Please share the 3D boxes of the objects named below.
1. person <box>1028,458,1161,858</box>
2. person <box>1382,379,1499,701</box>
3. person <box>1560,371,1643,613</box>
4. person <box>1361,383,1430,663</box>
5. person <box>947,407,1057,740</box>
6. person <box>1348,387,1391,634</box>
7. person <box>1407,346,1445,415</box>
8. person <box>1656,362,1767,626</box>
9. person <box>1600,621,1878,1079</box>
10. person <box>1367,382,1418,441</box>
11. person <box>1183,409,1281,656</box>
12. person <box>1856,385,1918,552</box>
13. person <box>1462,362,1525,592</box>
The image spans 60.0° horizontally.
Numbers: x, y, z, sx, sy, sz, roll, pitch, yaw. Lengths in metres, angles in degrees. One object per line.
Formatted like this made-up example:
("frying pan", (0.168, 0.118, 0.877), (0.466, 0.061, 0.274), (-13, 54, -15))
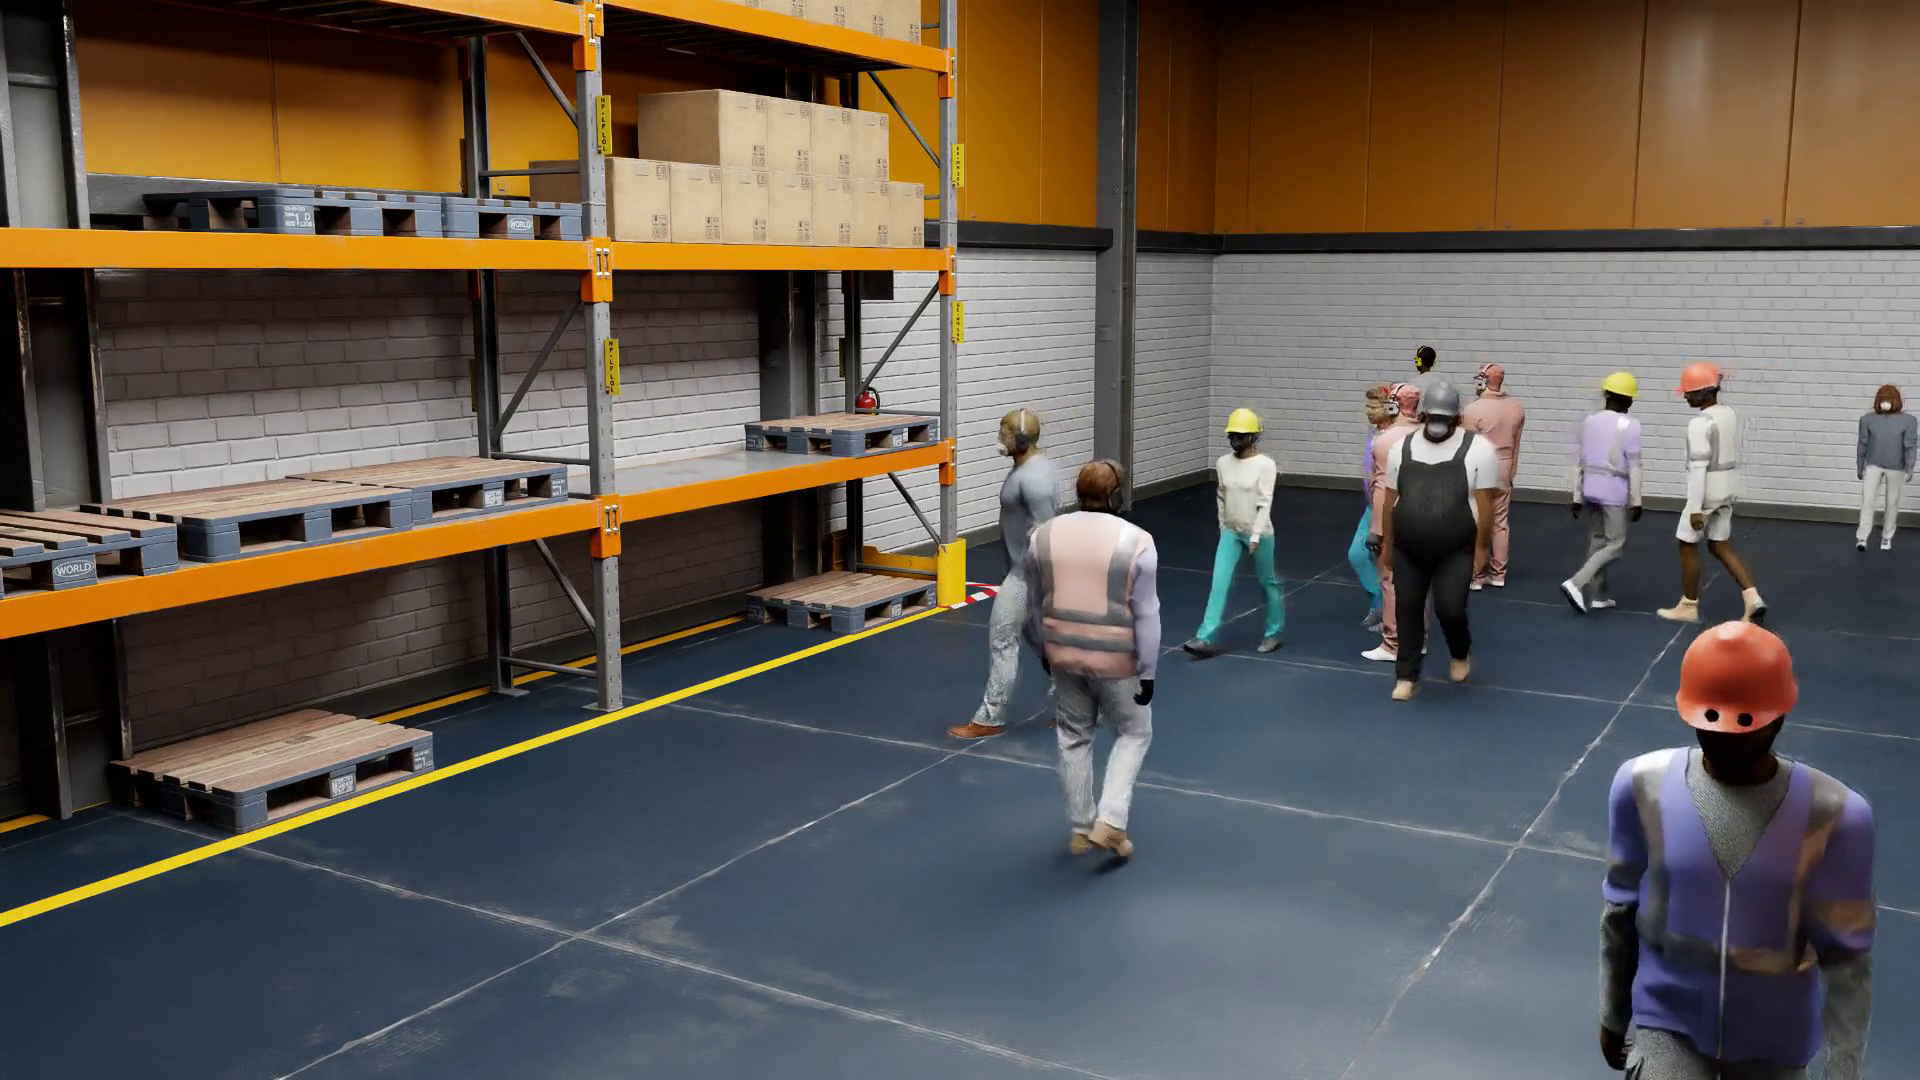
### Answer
("person", (0.608, 0.542, 7.487), (0.653, 1.832, 0.453), (5, 10, 27))
("person", (2.934, -0.010, 10.283), (0.696, 2.000, 0.631), (6, 11, 31))
("person", (4.962, -0.353, 12.858), (0.705, 1.897, 0.607), (-4, 10, -26))
("person", (2.998, -0.117, 11.374), (0.652, 1.906, 0.402), (-7, 12, -38))
("person", (0.387, 0.192, 9.480), (0.771, 1.924, 0.647), (0, 9, -2))
("person", (3.086, -0.206, 12.172), (0.503, 1.821, 0.584), (-1, 9, -8))
("person", (5.011, -1.163, 18.009), (0.515, 1.872, 0.333), (-4, 10, -25))
("person", (5.656, -0.321, 12.398), (0.693, 1.995, 0.797), (-7, 11, -37))
("person", (1.693, 1.115, 3.683), (0.564, 1.901, 0.720), (5, 10, 28))
("person", (4.137, -0.712, 15.949), (0.522, 1.616, 0.391), (1, 9, 3))
("person", (1.927, -0.034, 11.414), (0.530, 1.723, 0.934), (9, 13, 43))
("person", (8.759, -0.662, 15.752), (0.509, 1.587, 0.835), (6, 11, 33))
("person", (4.382, -0.525, 13.901), (0.642, 1.913, 0.408), (-5, 10, -30))
